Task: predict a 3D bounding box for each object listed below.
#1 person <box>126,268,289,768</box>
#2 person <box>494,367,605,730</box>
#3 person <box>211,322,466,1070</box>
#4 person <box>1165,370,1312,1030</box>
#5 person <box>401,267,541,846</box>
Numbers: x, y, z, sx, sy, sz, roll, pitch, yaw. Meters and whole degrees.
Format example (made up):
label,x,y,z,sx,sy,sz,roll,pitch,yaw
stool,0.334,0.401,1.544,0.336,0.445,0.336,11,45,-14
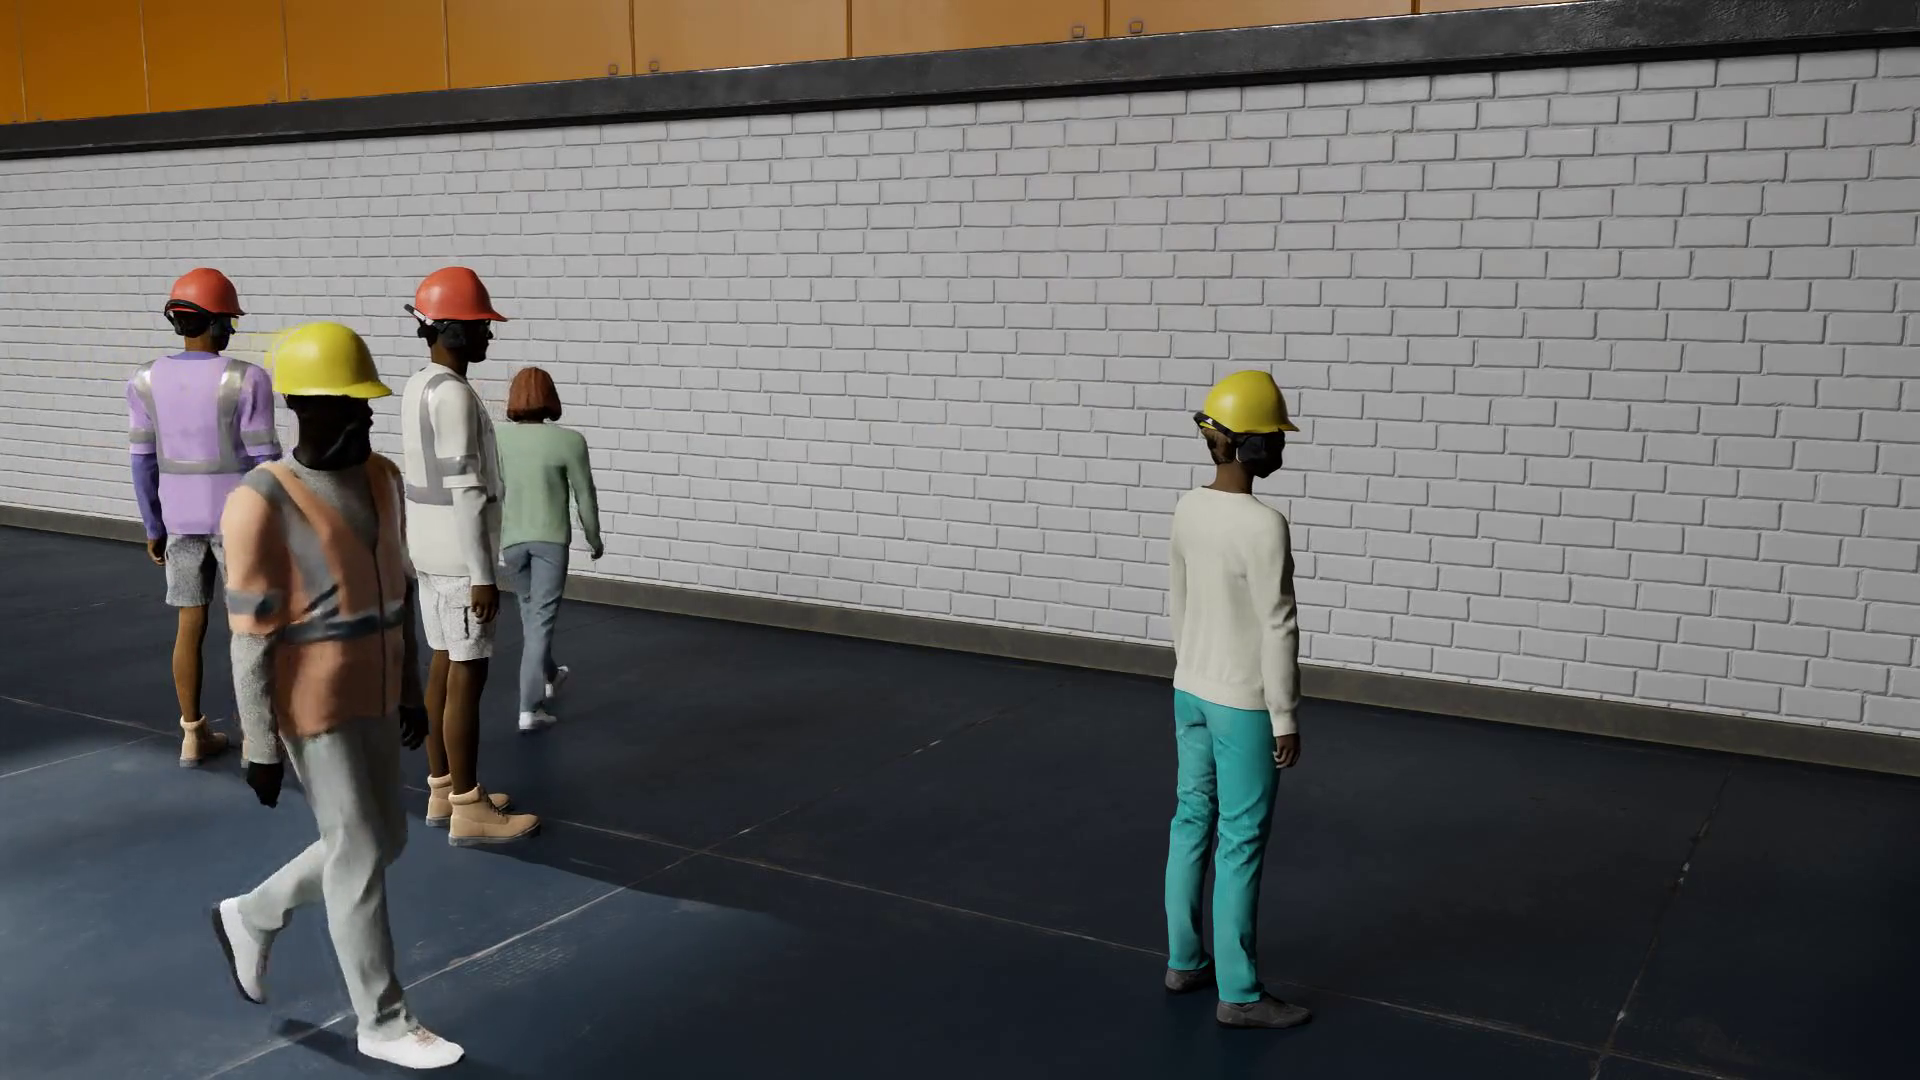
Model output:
label,x,y,z,sx,sy,sz,roll,pitch,yaw
person,-3.042,-0.081,6.816,0.615,2.042,0.374,1,9,5
person,-1.896,0.021,7.577,0.498,1.596,0.866,2,9,12
person,-1.641,0.398,4.252,0.725,1.909,0.600,3,9,16
person,0.749,0.429,4.499,0.310,1.769,0.525,-4,10,-24
person,-1.771,0.060,5.938,0.372,2.044,0.607,-6,11,-31
